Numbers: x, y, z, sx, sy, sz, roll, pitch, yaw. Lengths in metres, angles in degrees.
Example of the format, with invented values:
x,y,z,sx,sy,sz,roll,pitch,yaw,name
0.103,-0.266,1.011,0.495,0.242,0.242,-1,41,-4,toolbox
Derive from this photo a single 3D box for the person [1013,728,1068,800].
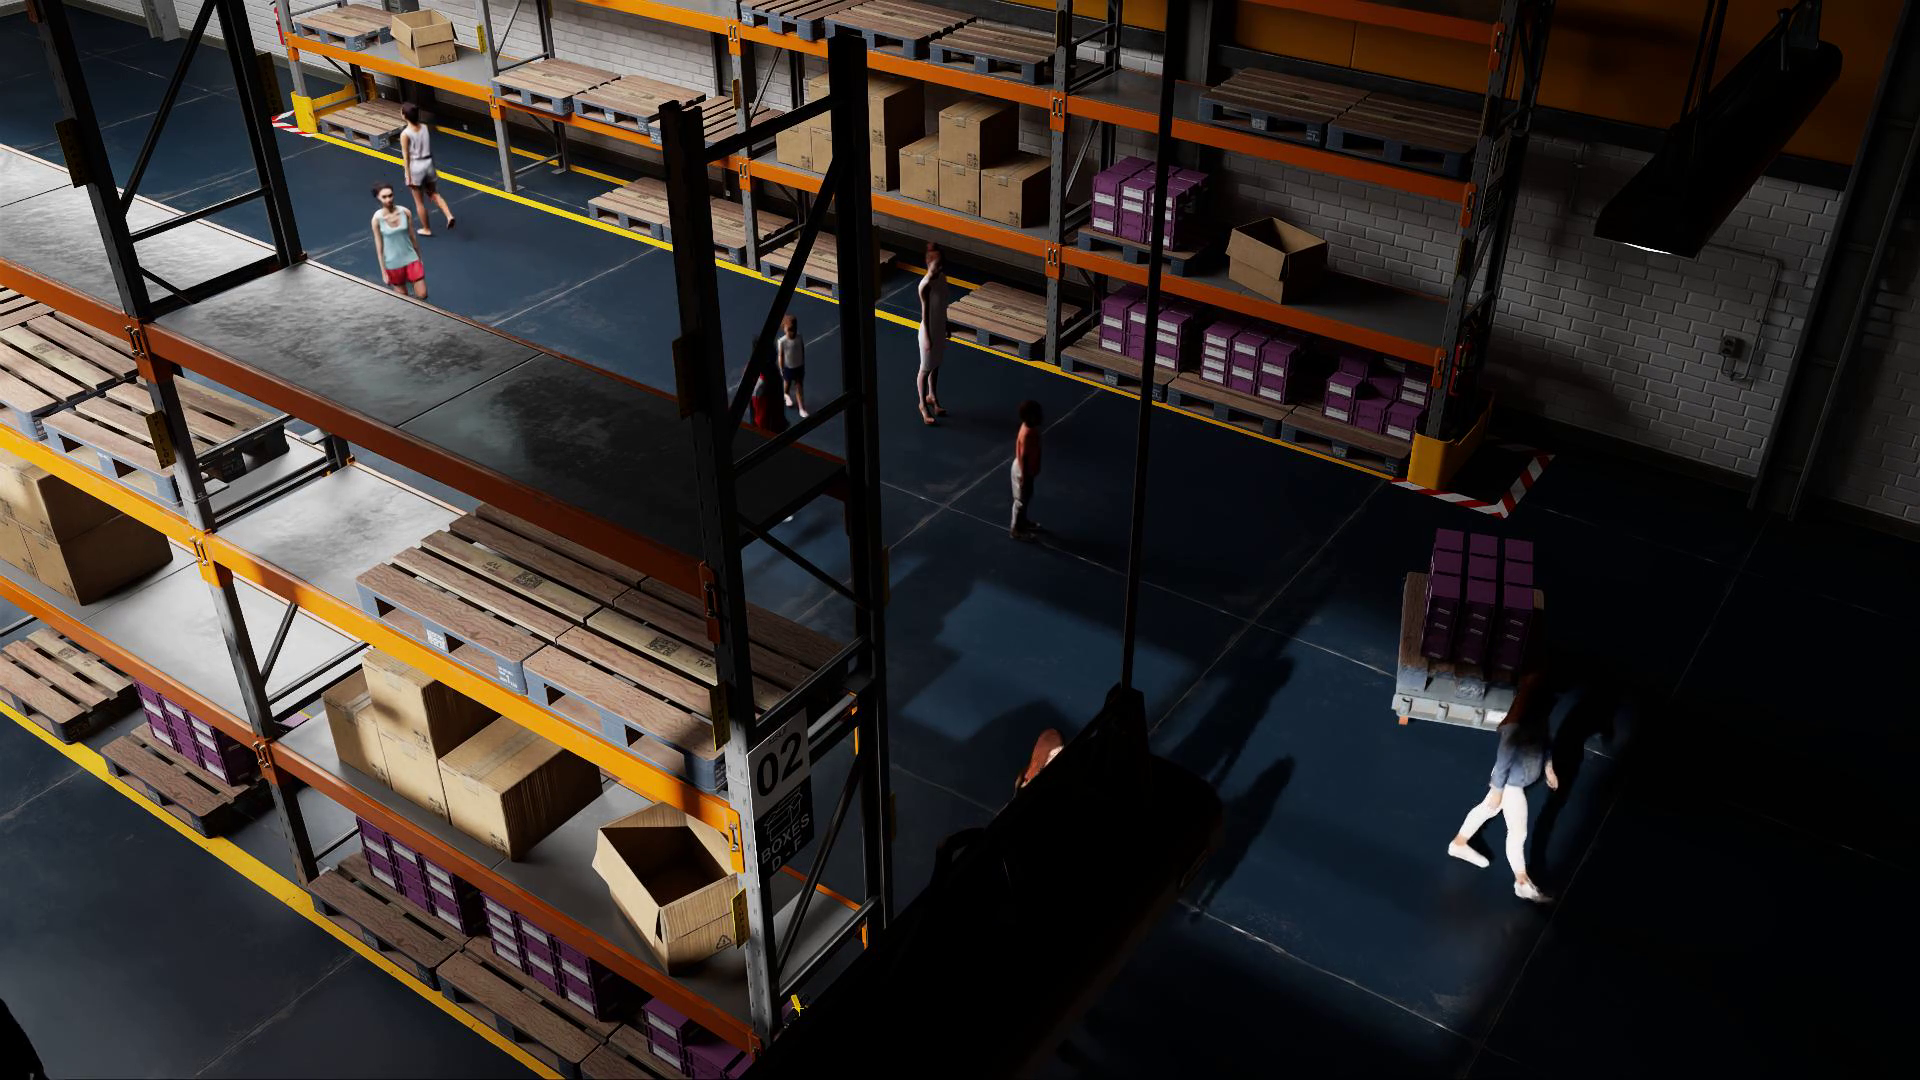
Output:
x,y,z,sx,sy,sz,roll,pitch,yaw,name
0.492,1.764,10.057,1.010,1.682,1.209,-12,35,-18,person

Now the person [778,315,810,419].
x,y,z,sx,sy,sz,roll,pitch,yaw,name
-1.617,-1.688,15.869,0.645,0.997,0.790,-15,36,-21,person

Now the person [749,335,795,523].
x,y,z,sx,sy,sz,roll,pitch,yaw,name
-1.689,-0.954,14.088,0.807,1.745,0.760,8,34,11,person

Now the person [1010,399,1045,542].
x,y,z,sx,sy,sz,roll,pitch,yaw,name
0.535,-0.608,13.965,0.552,1.307,0.533,9,35,13,person

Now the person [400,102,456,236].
x,y,z,sx,sy,sz,roll,pitch,yaw,name
-6.168,-4.249,19.178,0.760,1.599,0.589,17,37,24,person

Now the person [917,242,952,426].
x,y,z,sx,sy,sz,roll,pitch,yaw,name
-0.260,-1.927,15.503,0.501,1.801,0.582,17,37,24,person

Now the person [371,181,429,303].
x,y,z,sx,sy,sz,roll,pitch,yaw,name
-5.693,-2.810,16.874,0.718,1.753,0.757,-20,39,-28,person

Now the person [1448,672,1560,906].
x,y,z,sx,sy,sz,roll,pitch,yaw,name
3.409,1.482,10.490,0.966,1.672,0.626,22,40,30,person
